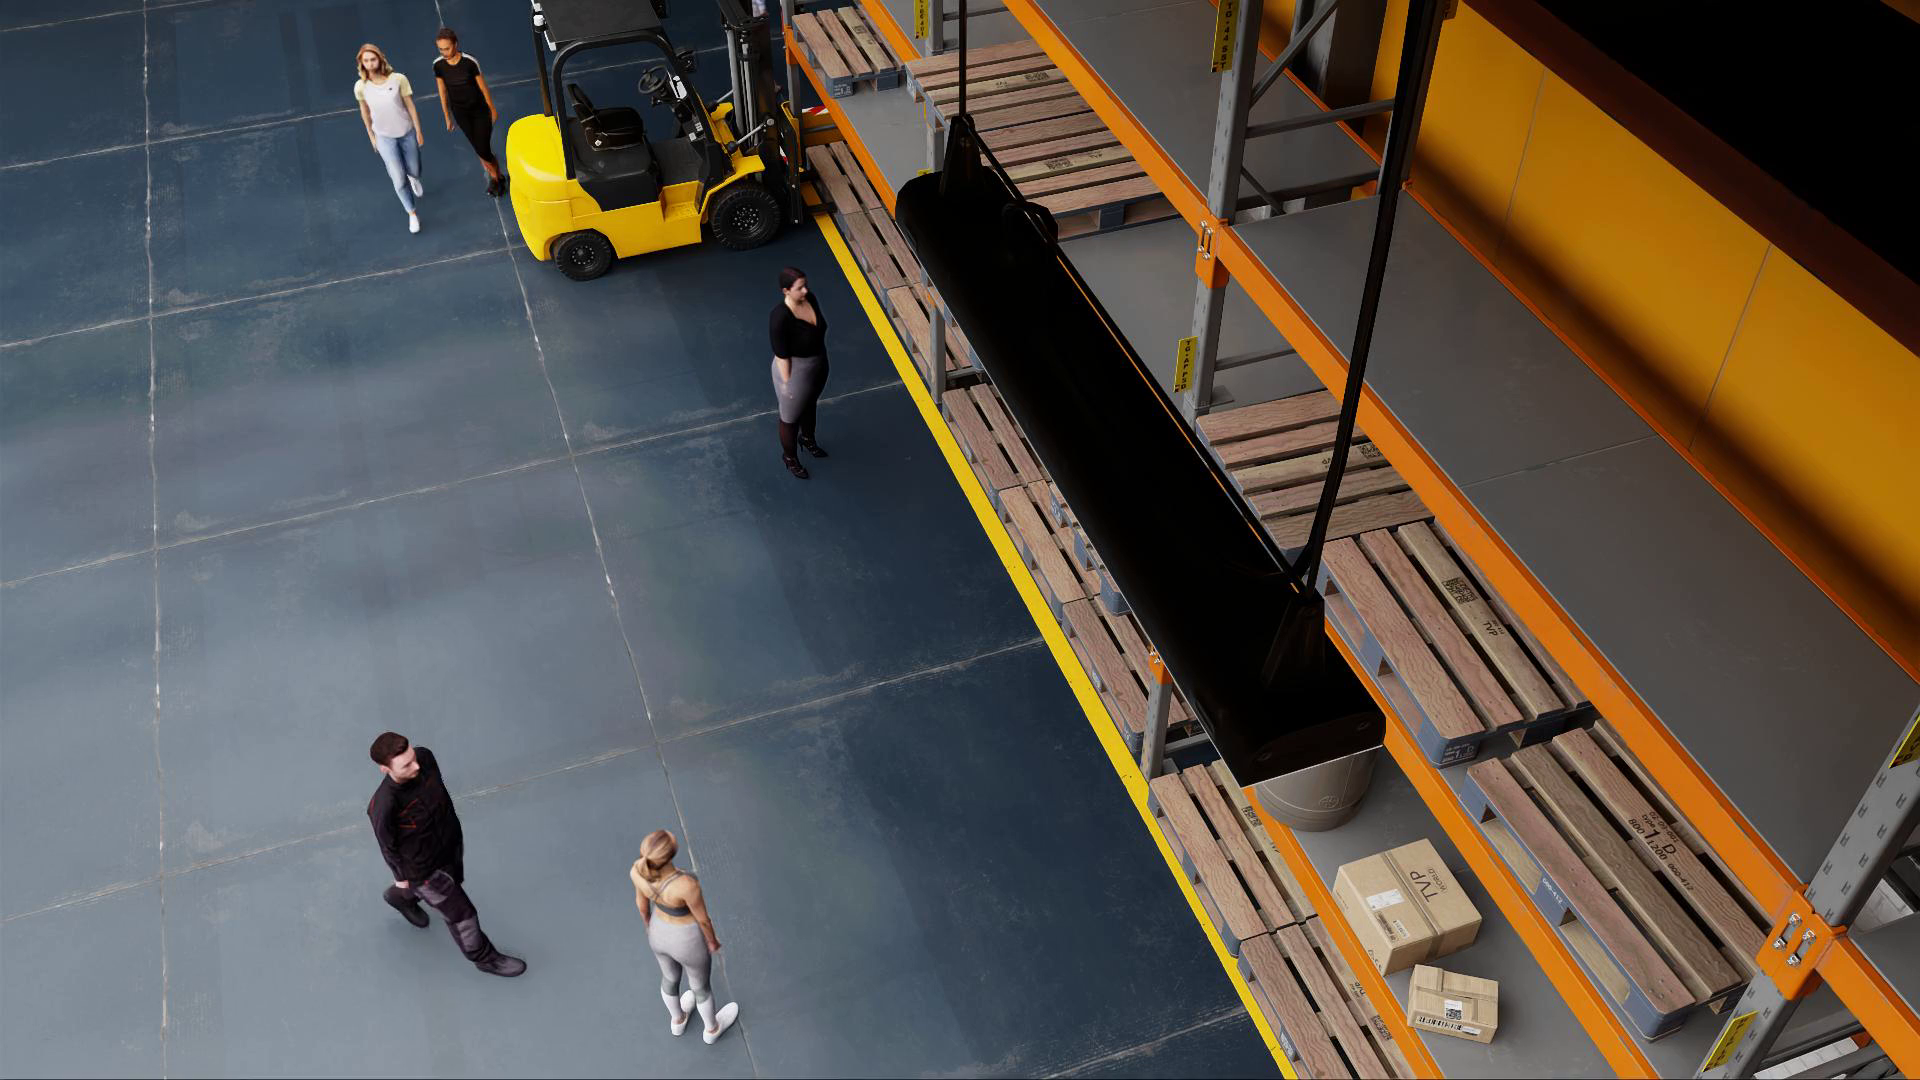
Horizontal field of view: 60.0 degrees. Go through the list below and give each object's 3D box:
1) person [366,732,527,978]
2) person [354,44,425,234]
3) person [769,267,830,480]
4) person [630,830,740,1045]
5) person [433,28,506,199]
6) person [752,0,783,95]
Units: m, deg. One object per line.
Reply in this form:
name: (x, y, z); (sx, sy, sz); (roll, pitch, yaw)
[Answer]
person: (-2.898, 1.659, 8.909); (1.171, 1.886, 1.205); (10, 45, 11)
person: (-4.932, -3.563, 14.521); (0.624, 1.706, 0.909); (-12, 45, -13)
person: (-1.173, -1.231, 12.033); (0.825, 1.760, 0.773); (20, 47, 20)
person: (-1.463, 2.061, 8.620); (0.659, 1.702, 0.714); (16, 46, 16)
person: (-4.348, -3.881, 14.898); (0.733, 1.646, 0.763); (4, 44, 4)
person: (-2.079, -5.226, 16.130); (0.792, 1.894, 0.653); (-32, 52, -29)
